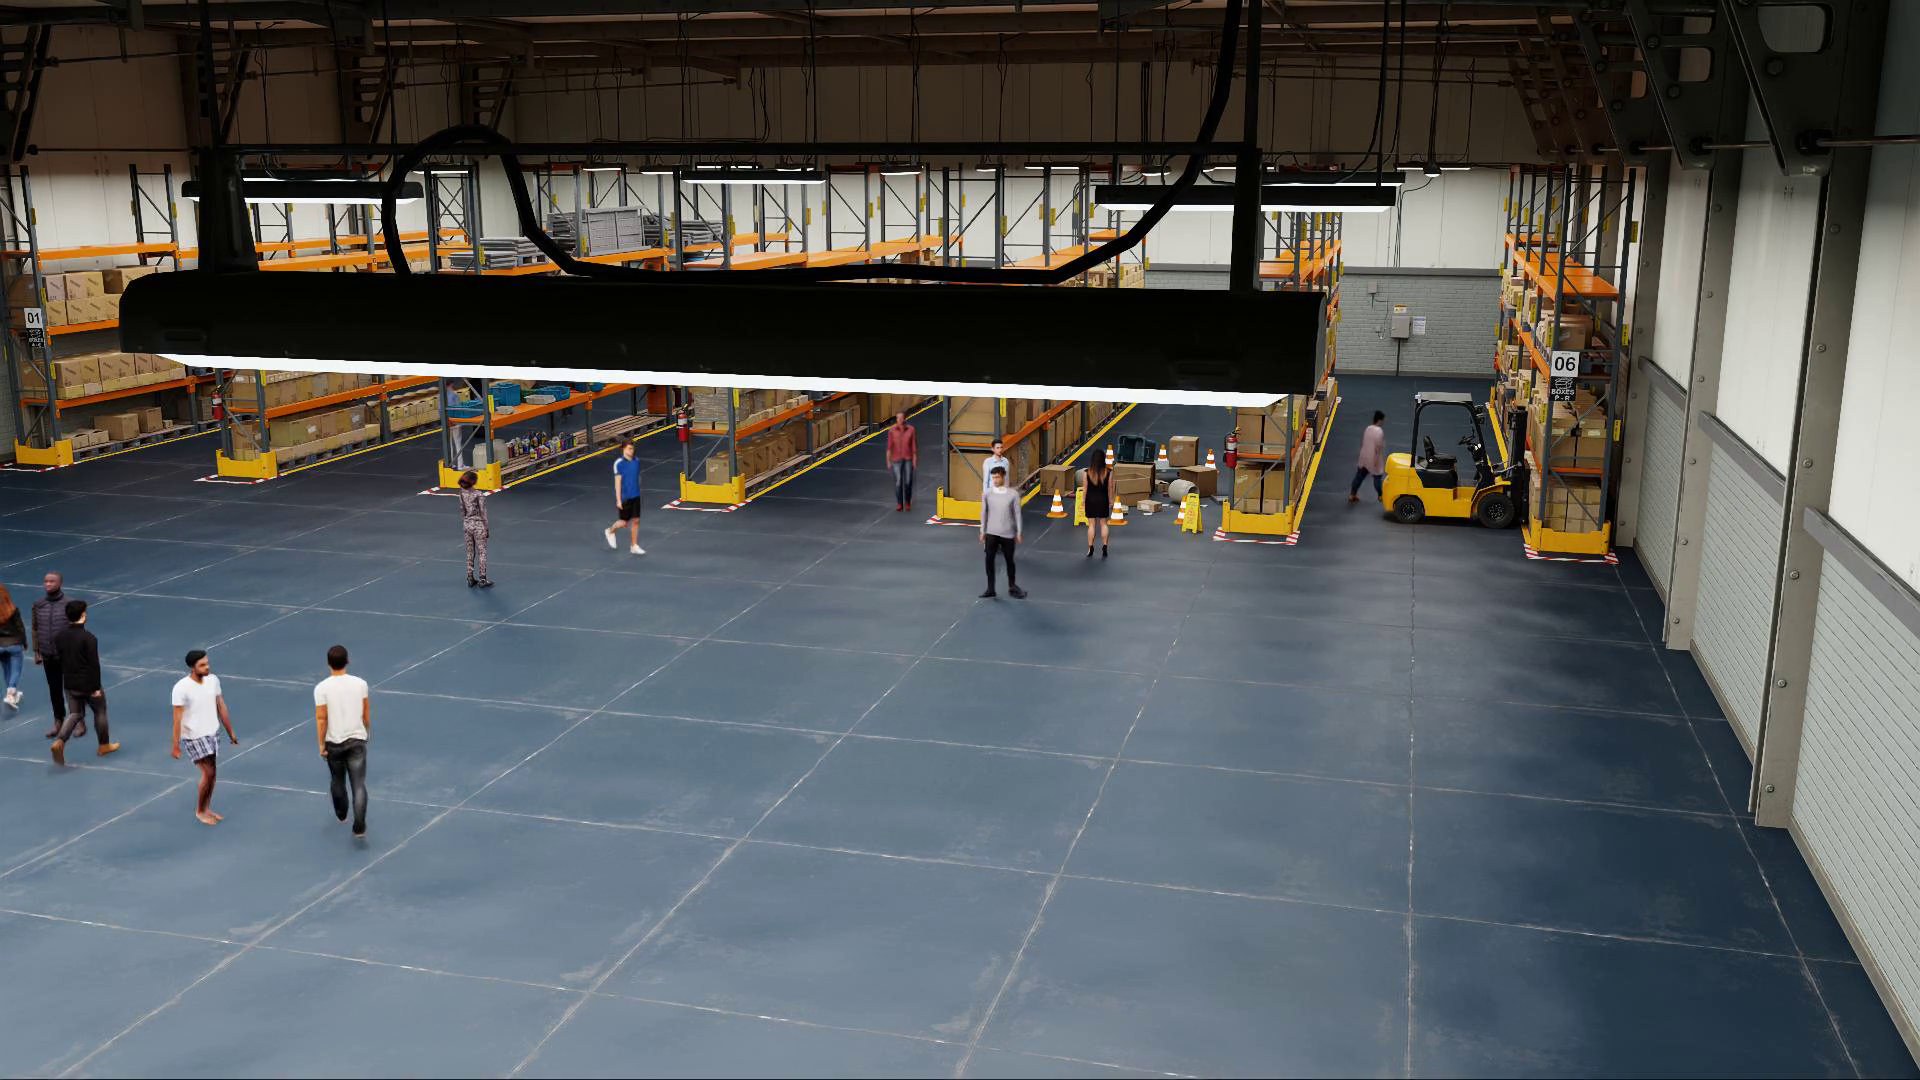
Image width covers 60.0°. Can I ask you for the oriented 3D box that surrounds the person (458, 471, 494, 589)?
[{"bbox_3d":[-7.107,-0.164,24.349,0.592,1.715,0.553,5,14,20],"label":"person"}]

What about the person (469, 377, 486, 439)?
[{"bbox_3d":[-10.777,-3.114,37.310,0.614,1.614,0.592,3,13,11],"label":"person"}]

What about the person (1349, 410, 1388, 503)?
[{"bbox_3d":[7.352,-1.463,29.996,1.191,1.697,1.200,-5,14,-22],"label":"person"}]

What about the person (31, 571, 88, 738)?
[{"bbox_3d":[-9.770,1.229,18.067,0.757,1.834,0.689,-1,13,-2],"label":"person"}]

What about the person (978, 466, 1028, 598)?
[{"bbox_3d":[0.625,-0.115,23.725,0.837,1.900,0.793,1,13,5],"label":"person"}]

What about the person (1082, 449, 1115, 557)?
[{"bbox_3d":[2.166,-0.583,26.152,0.733,1.717,0.705,-1,13,-3],"label":"person"}]

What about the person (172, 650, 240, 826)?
[{"bbox_3d":[-7.224,1.840,15.705,0.759,1.709,0.566,4,14,17],"label":"person"}]

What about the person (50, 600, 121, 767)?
[{"bbox_3d":[-9.155,1.493,17.222,0.677,1.701,1.003,3,13,11],"label":"person"}]

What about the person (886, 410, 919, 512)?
[{"bbox_3d":[-1.018,-1.425,29.576,0.770,1.813,0.763,1,13,4],"label":"person"}]

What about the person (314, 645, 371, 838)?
[{"bbox_3d":[-5.656,1.900,15.341,1.098,1.756,1.210,-7,15,-27],"label":"person"}]

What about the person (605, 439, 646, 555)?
[{"bbox_3d":[-5.308,-0.694,26.344,0.959,1.846,1.033,11,17,39],"label":"person"}]

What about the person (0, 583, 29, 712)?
[{"bbox_3d":[-10.838,1.226,18.909,0.818,1.461,1.021,-3,13,-12],"label":"person"}]

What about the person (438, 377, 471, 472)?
[{"bbox_3d":[-10.191,-2.343,33.373,0.666,1.888,0.600,5,14,20],"label":"person"}]

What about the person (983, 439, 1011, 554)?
[{"bbox_3d":[0.593,-0.690,26.332,0.744,1.845,0.799,-7,15,-28],"label":"person"}]
